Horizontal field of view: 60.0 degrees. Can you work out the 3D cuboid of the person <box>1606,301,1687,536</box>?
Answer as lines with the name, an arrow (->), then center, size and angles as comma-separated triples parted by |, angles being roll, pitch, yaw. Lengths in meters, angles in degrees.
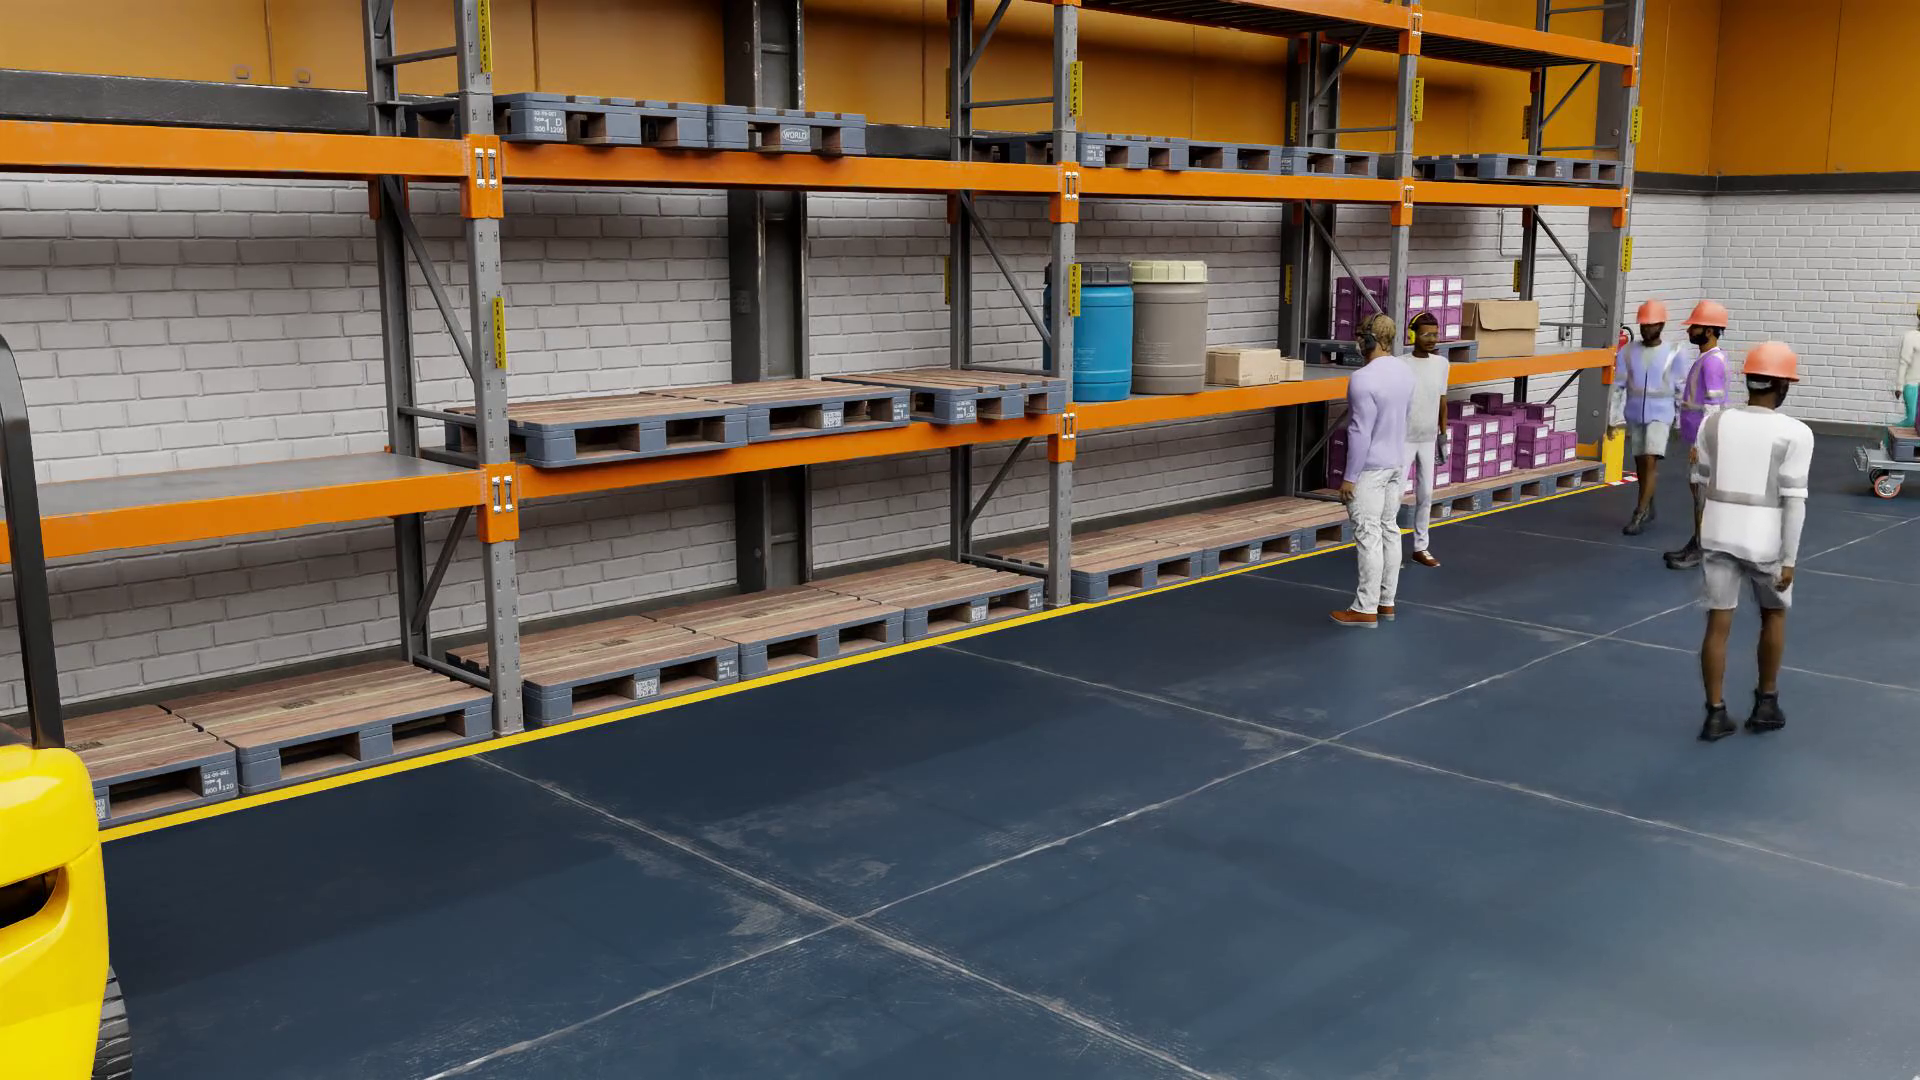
person -> 5.649, -1.022, 13.662 | 0.562, 1.890, 1.000 | 8, 13, 38

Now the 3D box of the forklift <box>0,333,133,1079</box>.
forklift -> -3.289, 0.485, 4.582 | 1.214, 2.155, 2.313 | -10, 14, -44

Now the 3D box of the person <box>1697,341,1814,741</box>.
person -> 3.819, 0.002, 8.016 | 0.545, 1.906, 0.742 | 10, 14, 43

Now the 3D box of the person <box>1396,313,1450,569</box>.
person -> 3.304, -0.714, 12.044 | 0.509, 1.860, 0.318 | -3, 11, -15

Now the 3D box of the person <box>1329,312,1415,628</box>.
person -> 2.544, -0.429, 10.261 | 0.372, 1.940, 0.632 | 9, 14, 40

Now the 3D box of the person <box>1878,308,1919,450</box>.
person -> 9.849, -1.593, 17.109 | 0.527, 1.758, 0.448 | -4, 11, -19

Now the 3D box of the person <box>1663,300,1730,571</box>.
person -> 5.331, -0.747, 11.985 | 0.349, 1.943, 0.542 | 4, 11, 21
